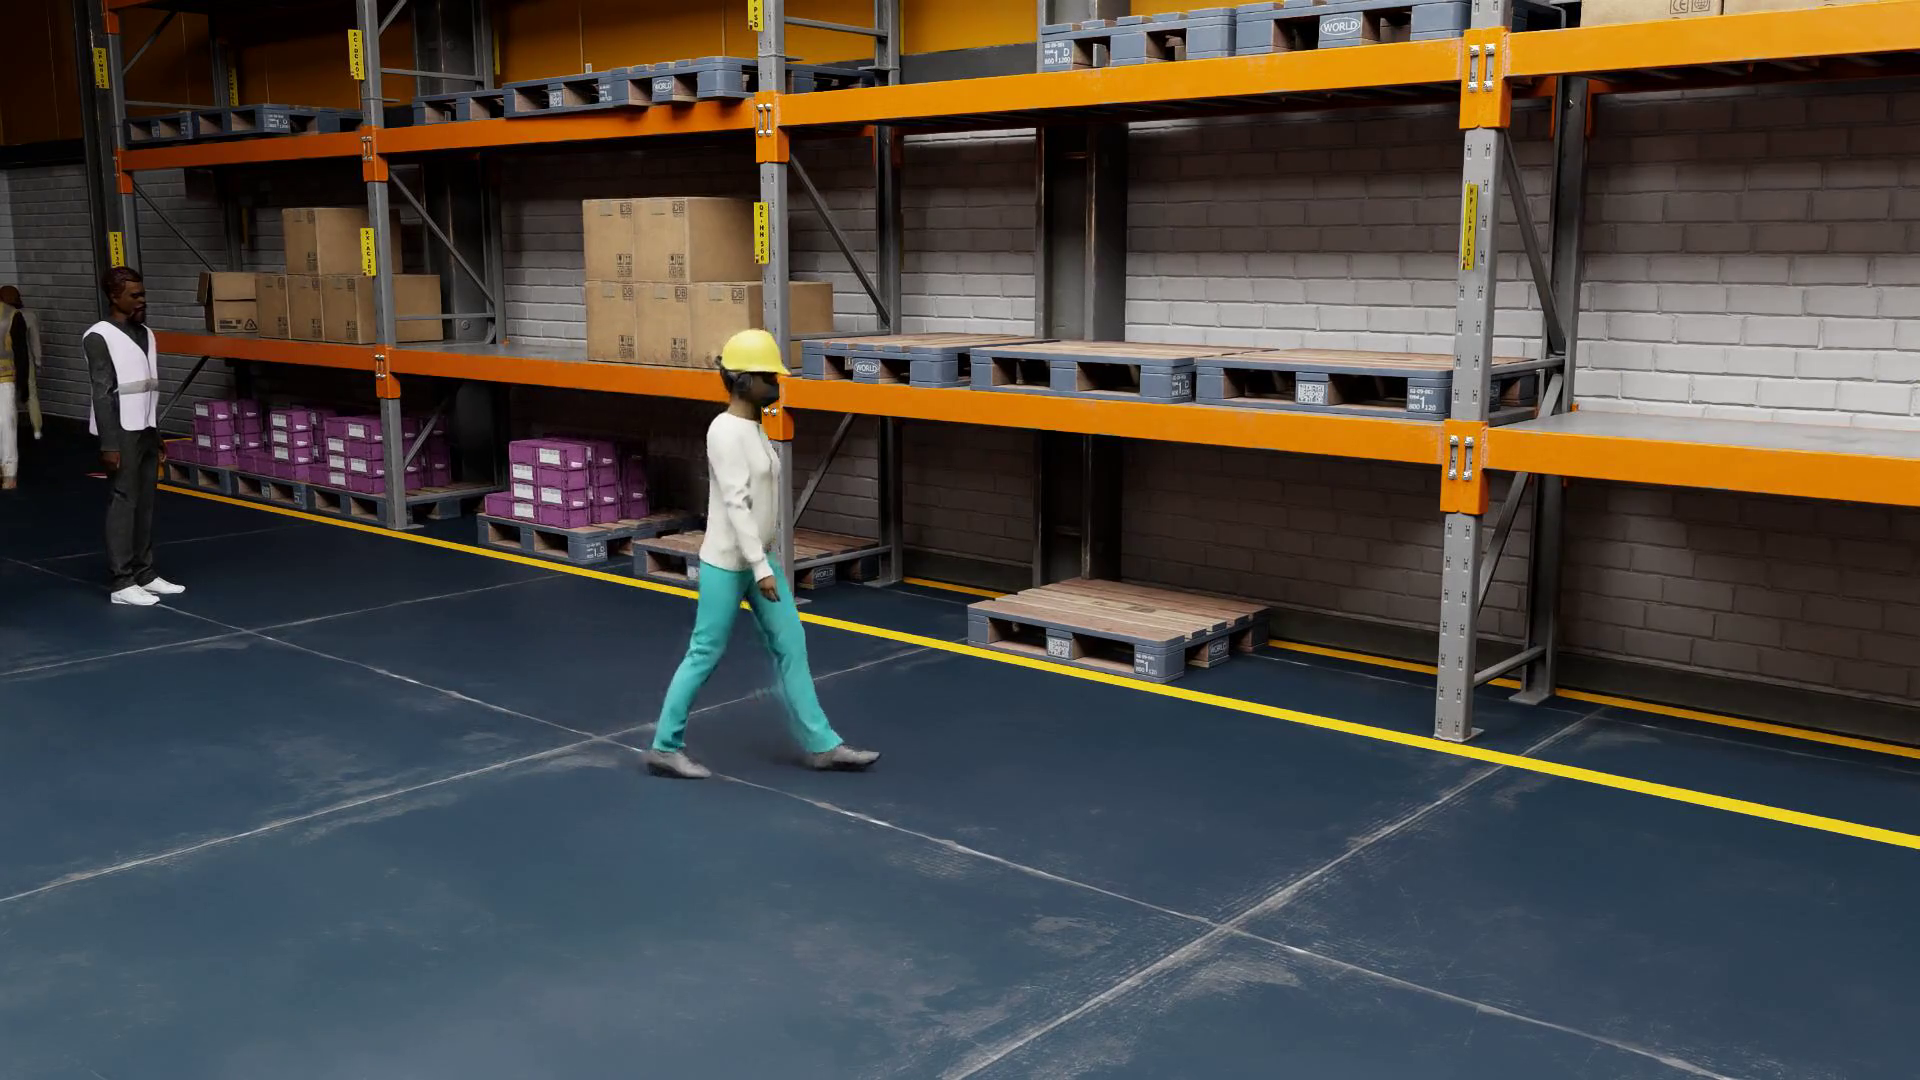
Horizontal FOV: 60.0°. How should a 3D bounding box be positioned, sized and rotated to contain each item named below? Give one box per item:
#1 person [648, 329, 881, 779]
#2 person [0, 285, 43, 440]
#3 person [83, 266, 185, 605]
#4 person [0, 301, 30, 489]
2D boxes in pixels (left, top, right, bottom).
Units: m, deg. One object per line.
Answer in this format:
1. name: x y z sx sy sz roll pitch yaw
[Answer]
1. person: -0.788 0.073 6.284 0.876 1.723 0.532 2 10 13
2. person: -9.957 -1.861 17.533 0.509 1.632 0.266 -9 13 -41
3. person: -4.755 -0.595 9.516 0.375 1.917 0.598 0 10 0
4. person: -8.189 -1.342 13.998 0.638 1.843 0.429 -3 10 -16
